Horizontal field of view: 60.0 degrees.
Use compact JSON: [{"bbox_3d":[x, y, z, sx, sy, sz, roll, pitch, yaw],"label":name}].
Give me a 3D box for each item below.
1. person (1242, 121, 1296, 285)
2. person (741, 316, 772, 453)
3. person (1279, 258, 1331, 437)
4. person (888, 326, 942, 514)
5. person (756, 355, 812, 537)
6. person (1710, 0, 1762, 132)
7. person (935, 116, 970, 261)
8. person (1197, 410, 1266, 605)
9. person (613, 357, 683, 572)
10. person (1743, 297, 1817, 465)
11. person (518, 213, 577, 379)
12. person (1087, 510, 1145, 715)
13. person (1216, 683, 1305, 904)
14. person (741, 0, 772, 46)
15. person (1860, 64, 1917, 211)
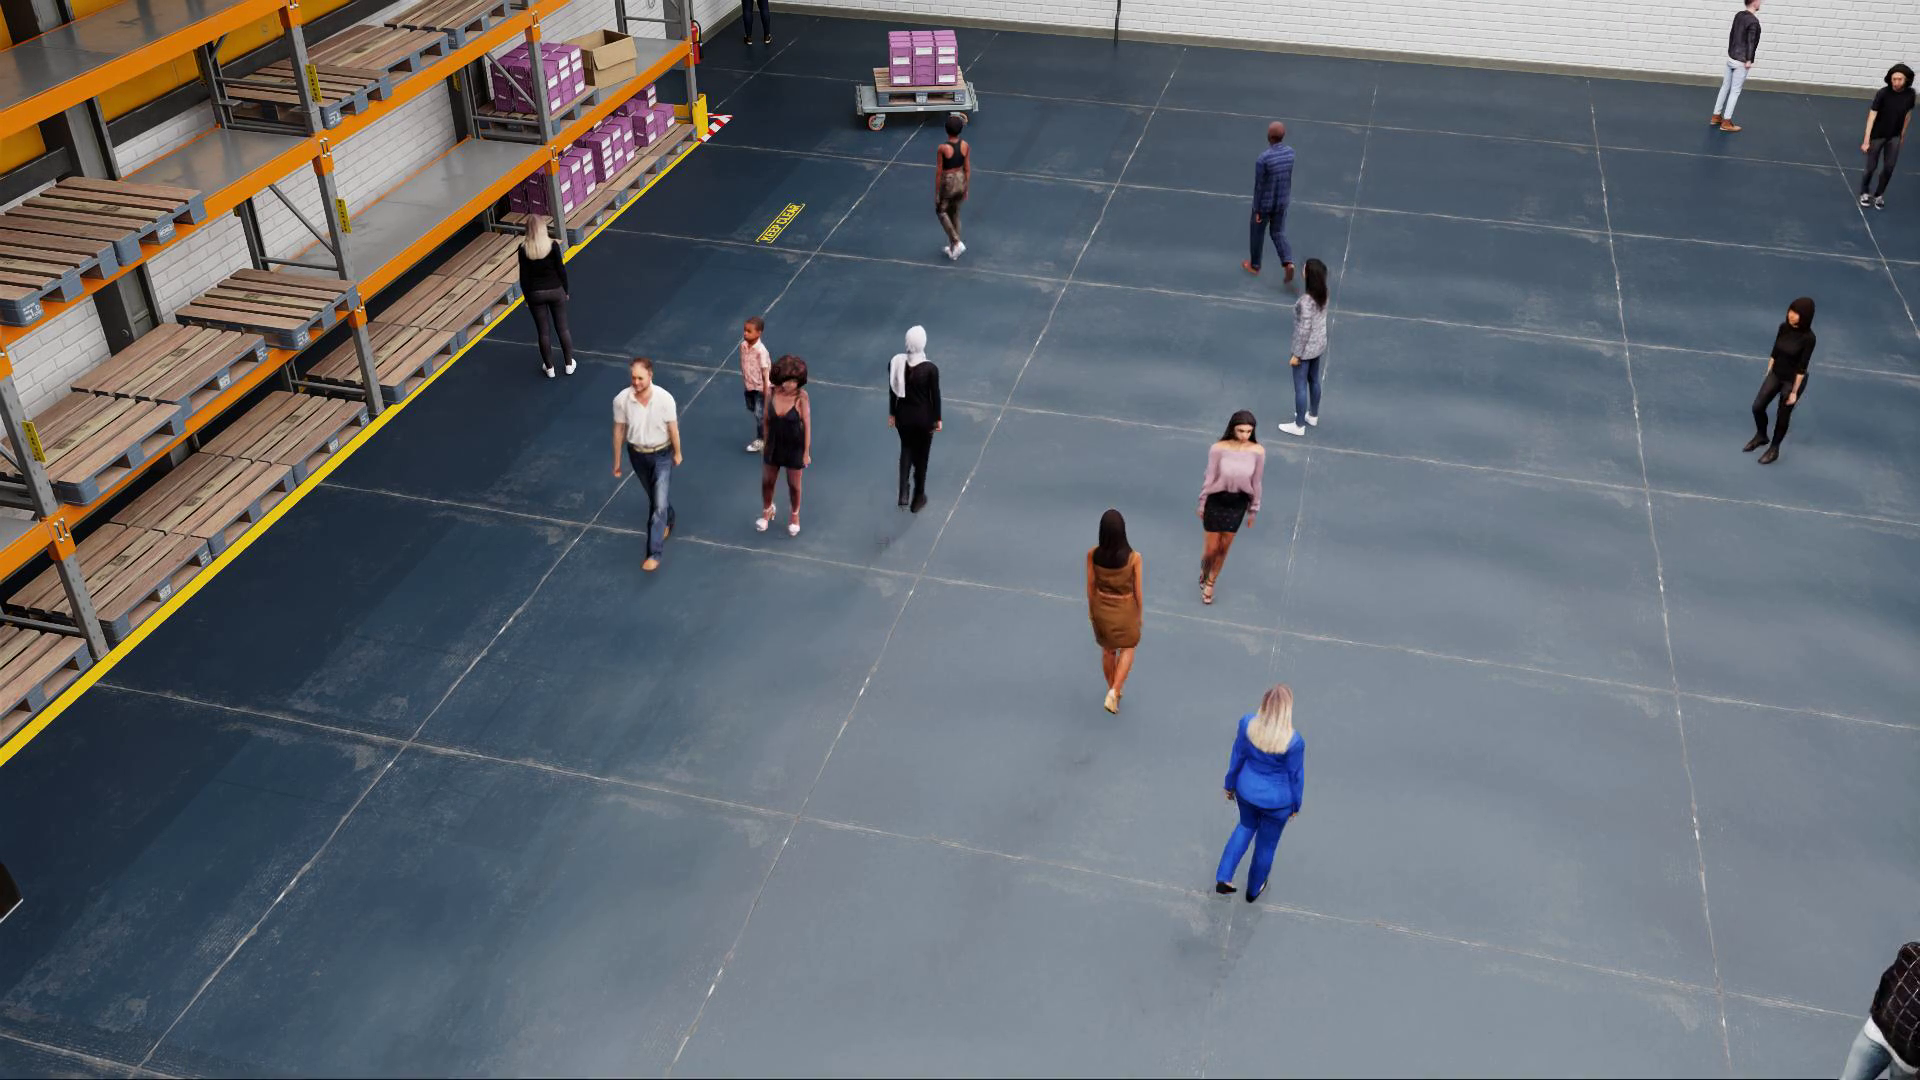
[{"bbox_3d":[3.467,-3.669,18.189,1.018,1.795,1.136,-13,36,-19],"label":"person"},{"bbox_3d":[-1.820,-1.466,15.327,0.705,1.296,0.829,28,43,35],"label":"person"},{"bbox_3d":[3.236,-1.803,15.439,0.754,1.732,0.617,26,41,33],"label":"person"},{"bbox_3d":[-0.416,-0.960,14.141,0.633,1.765,0.702,11,35,16],"label":"person"},{"bbox_3d":[-1.460,-0.780,13.886,0.710,1.749,0.583,16,37,23],"label":"person"},{"bbox_3d":[10.450,-6.438,22.320,0.793,1.835,0.649,-6,34,-9],"label":"person"},{"bbox_3d":[-0.055,-3.894,18.626,0.837,1.687,0.910,-15,36,-21],"label":"person"},{"bbox_3d":[2.092,-0.282,13.101,0.713,1.787,0.724,3,34,4],"label":"person"},{"bbox_3d":[-2.529,-0.739,13.766,0.702,1.813,1.191,7,34,10],"label":"person"},{"bbox_3d":[7.514,-1.453,15.006,0.742,1.629,0.679,-17,37,-24],"label":"person"},{"bbox_3d":[-4.078,-2.405,16.388,0.689,1.685,0.694,-8,34,-11],"label":"person"},{"bbox_3d":[1.079,0.588,11.904,0.603,1.664,0.749,12,36,18],"label":"person"},{"bbox_3d":[1.832,1.649,10.287,0.776,1.687,0.837,26,41,33],"label":"person"},{"bbox_3d":[-3.168,-8.573,25.495,0.803,1.875,0.826,-8,34,-11],"label":"person"},{"bbox_3d":[11.151,-4.886,20.024,0.702,1.790,0.705,-1,34,-1],"label":"person"}]
